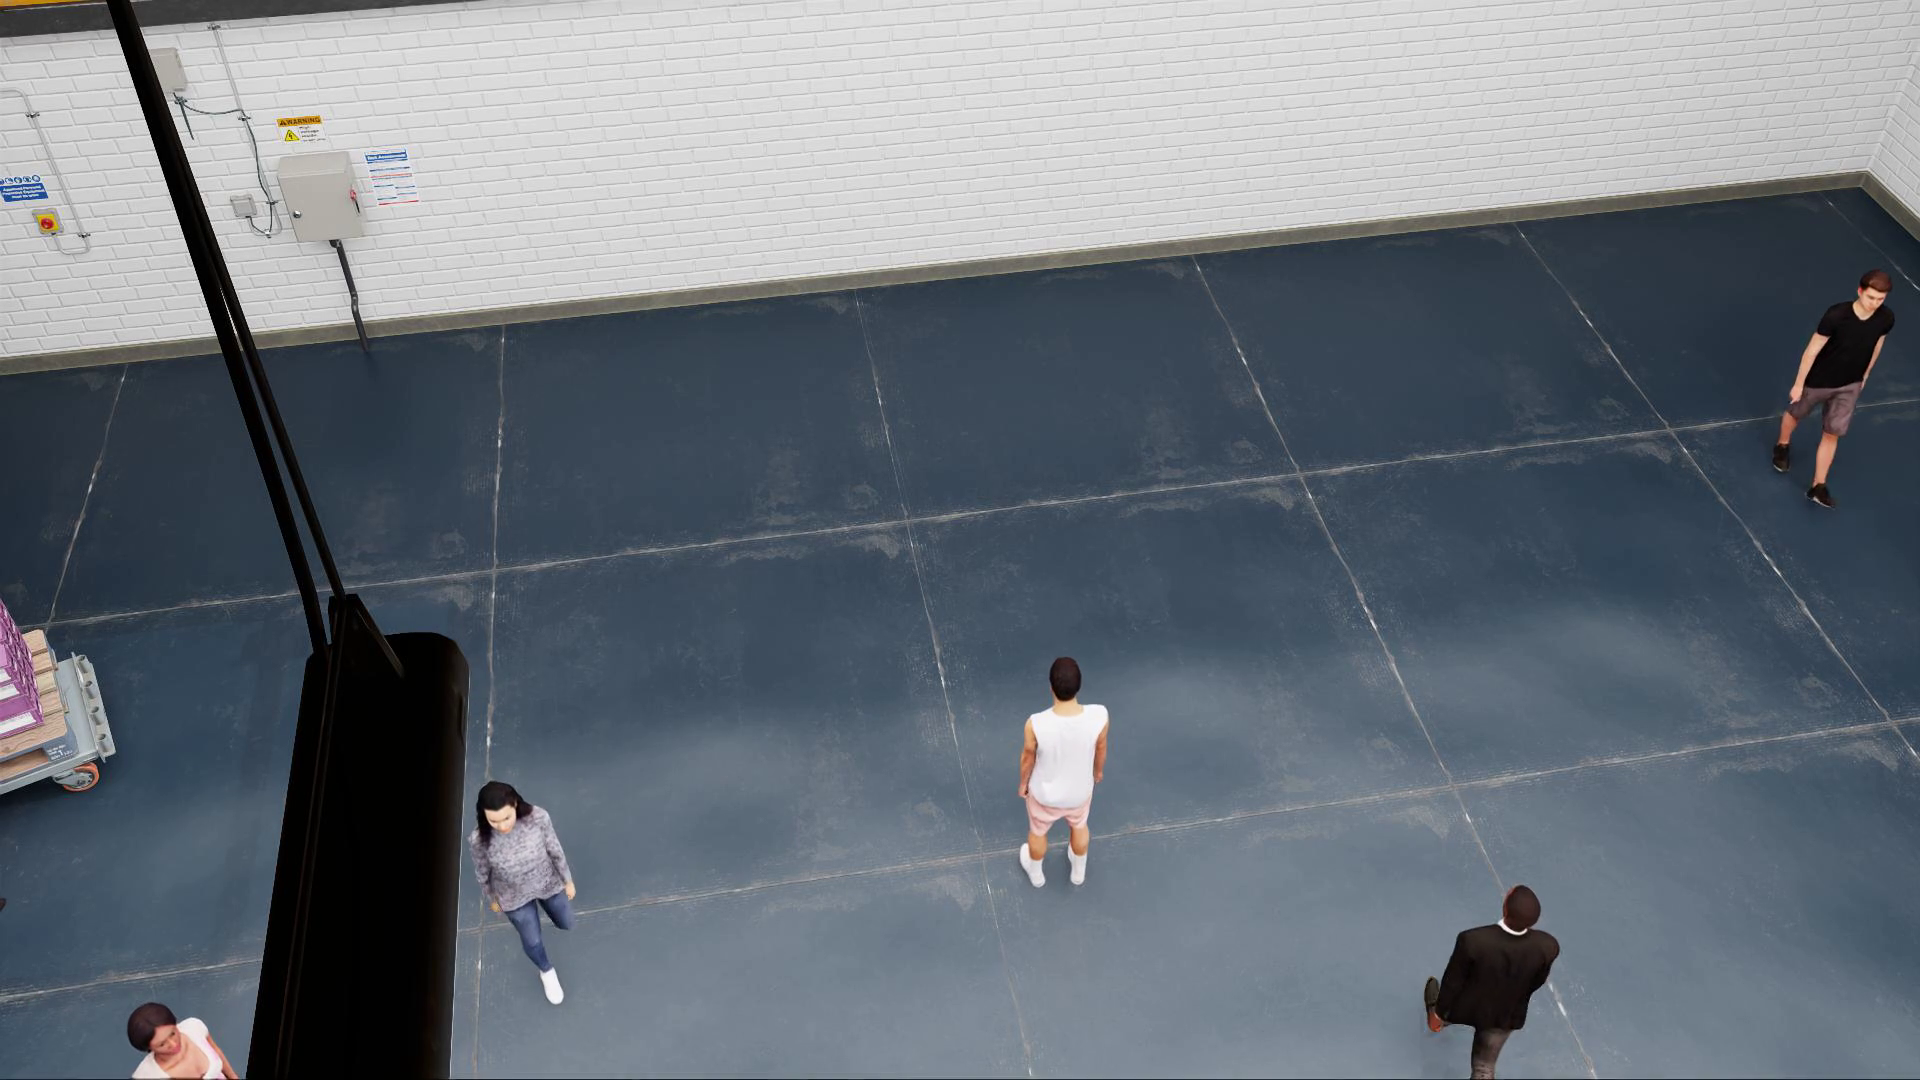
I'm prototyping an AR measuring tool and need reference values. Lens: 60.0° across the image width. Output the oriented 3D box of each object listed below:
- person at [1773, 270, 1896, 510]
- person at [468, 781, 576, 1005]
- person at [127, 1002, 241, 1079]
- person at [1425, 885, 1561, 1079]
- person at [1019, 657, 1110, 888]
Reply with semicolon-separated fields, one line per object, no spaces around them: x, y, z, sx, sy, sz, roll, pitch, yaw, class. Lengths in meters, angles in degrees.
6.252;-1.220;11.965;0.921;1.829;1.180;5;44;5;person
-2.320;1.782;8.896;0.742;1.717;0.903;-18;46;-18;person
-3.578;2.720;7.893;0.712;1.740;0.616;17;46;17;person
2.614;2.386;8.232;0.903;1.757;1.222;4;44;4;person
0.565;1.347;9.304;0.652;1.782;0.567;-5;44;-5;person
